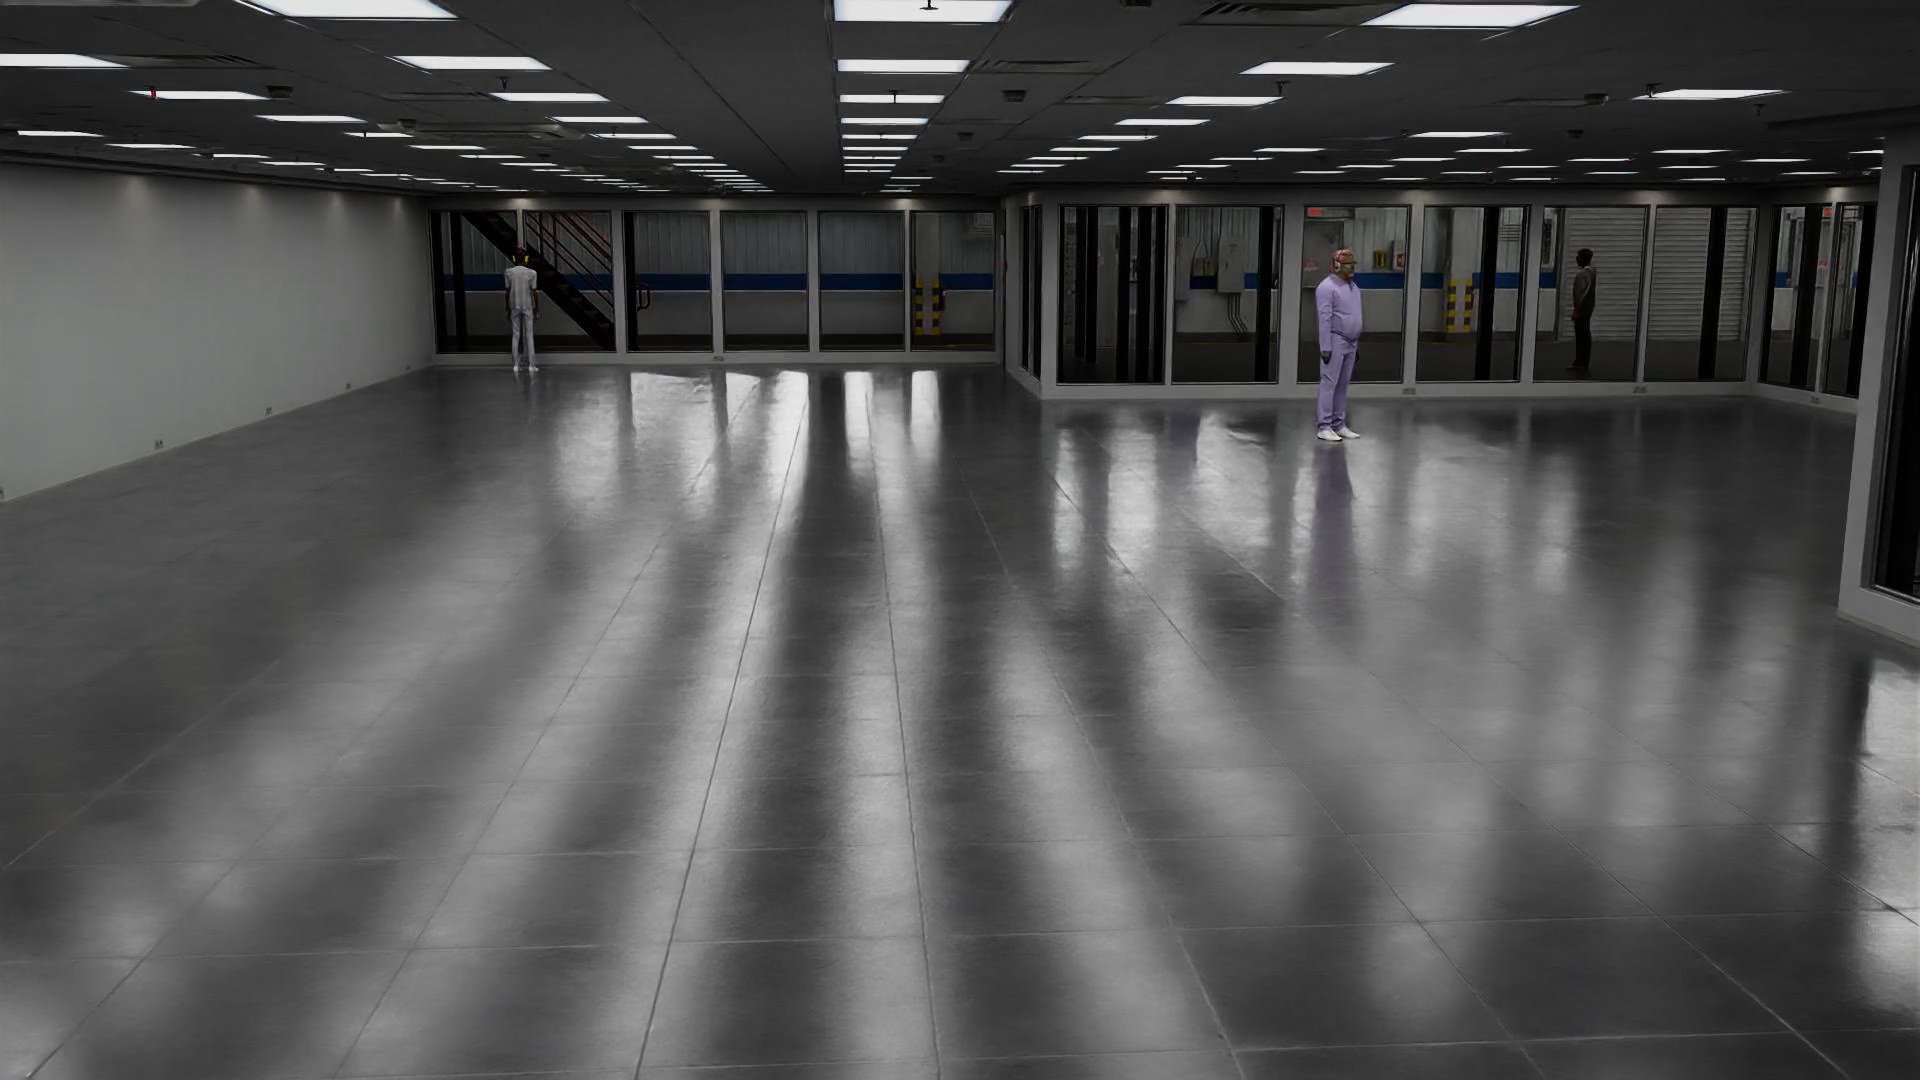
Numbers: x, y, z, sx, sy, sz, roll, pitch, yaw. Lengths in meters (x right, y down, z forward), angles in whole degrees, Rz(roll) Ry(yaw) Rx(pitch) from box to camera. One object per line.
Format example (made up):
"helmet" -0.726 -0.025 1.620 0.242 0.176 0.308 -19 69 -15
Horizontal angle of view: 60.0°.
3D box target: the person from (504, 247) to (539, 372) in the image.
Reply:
"person" -6.548 -3.431 24.851 0.504 1.858 0.329 -1 11 -5

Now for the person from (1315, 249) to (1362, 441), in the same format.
"person" 3.831 -1.956 16.732 0.410 1.909 0.643 9 14 41
